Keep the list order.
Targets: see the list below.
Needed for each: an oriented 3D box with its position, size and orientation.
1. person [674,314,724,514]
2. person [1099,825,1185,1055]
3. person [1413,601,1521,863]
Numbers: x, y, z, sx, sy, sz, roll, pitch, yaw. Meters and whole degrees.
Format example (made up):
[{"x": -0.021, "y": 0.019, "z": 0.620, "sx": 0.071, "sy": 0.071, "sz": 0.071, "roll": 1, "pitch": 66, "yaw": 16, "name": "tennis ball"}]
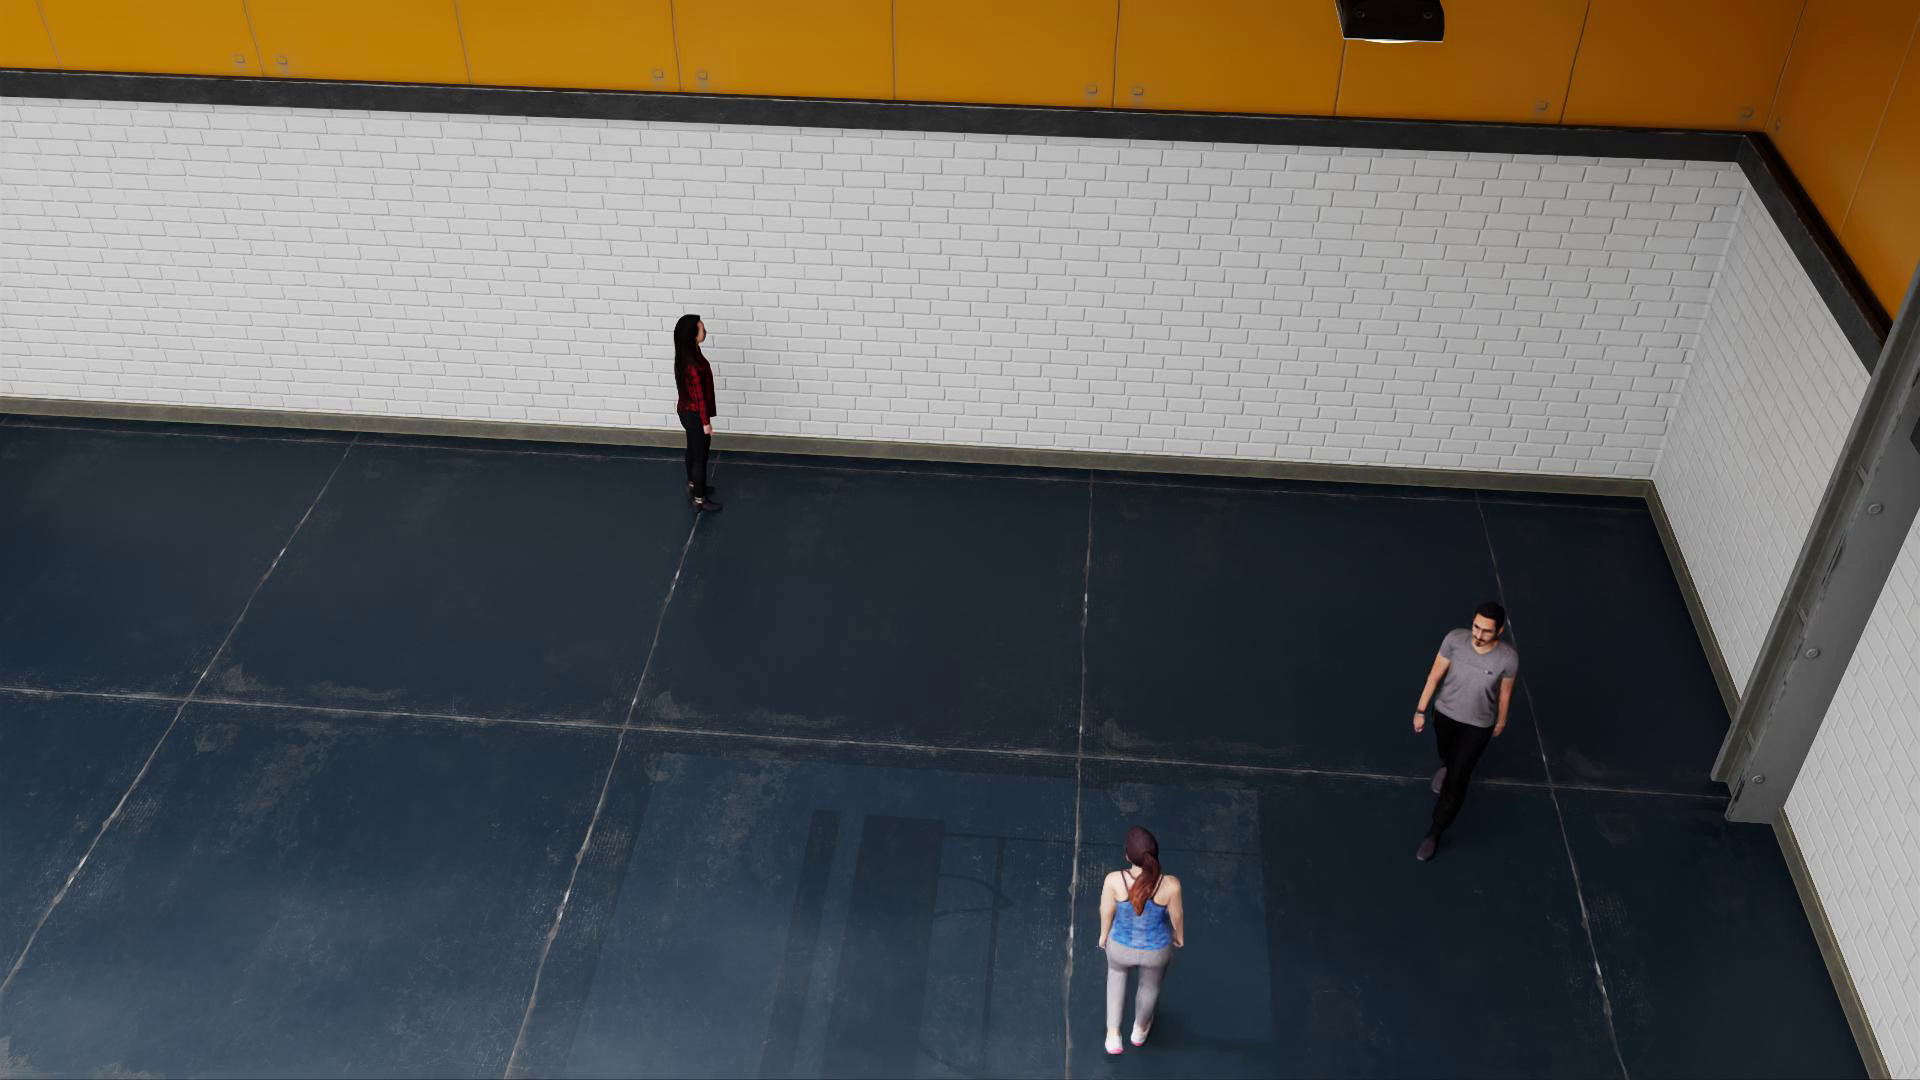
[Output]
[{"x": -1.986, "y": -0.937, "z": 12.390, "sx": 0.716, "sy": 1.649, "sz": 0.595, "roll": -13, "pitch": 41, "yaw": -16, "name": "person"}, {"x": 0.911, "y": 2.132, "z": 8.588, "sx": 0.645, "sy": 1.597, "sz": 0.738, "roll": 9, "pitch": 39, "yaw": 11, "name": "person"}, {"x": 3.028, "y": 0.997, "z": 9.922, "sx": 1.013, "sy": 1.707, "sz": 1.251, "roll": 23, "pitch": 44, "yaw": 26, "name": "person"}]
